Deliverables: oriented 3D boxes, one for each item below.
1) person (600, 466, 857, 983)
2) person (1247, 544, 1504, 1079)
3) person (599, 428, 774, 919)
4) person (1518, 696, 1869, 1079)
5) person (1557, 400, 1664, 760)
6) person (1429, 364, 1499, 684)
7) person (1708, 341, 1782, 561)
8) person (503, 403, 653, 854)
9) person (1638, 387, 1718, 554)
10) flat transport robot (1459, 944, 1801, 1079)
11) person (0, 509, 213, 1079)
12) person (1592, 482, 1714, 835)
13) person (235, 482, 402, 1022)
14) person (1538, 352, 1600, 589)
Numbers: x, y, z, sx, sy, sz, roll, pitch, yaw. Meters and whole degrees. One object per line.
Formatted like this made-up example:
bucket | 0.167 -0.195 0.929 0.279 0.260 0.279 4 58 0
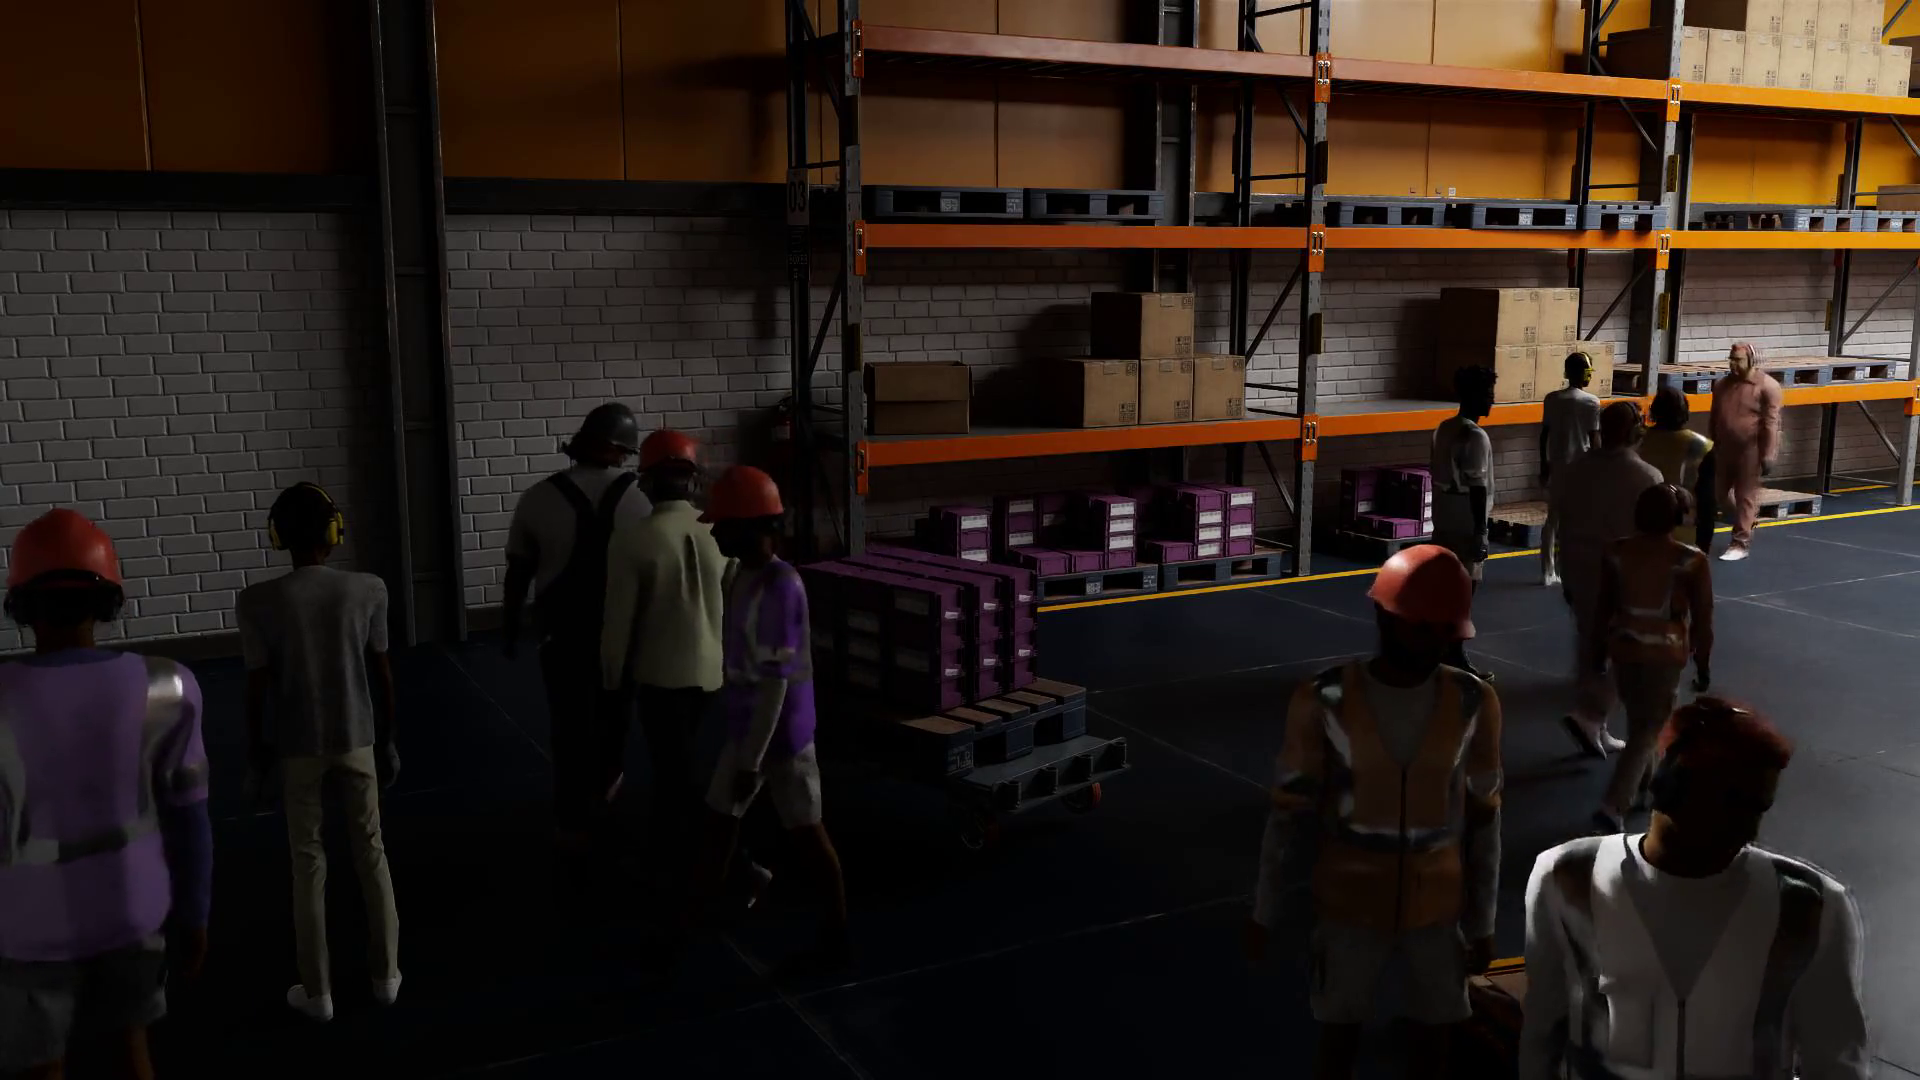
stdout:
person | -0.798 0.687 5.897 0.971 1.891 0.564 -5 11 -25
person | 1.083 0.951 4.313 0.622 1.928 0.414 1 10 3
person | -1.094 0.534 6.649 0.934 1.955 0.637 9 13 43
person | 1.313 1.210 3.061 0.587 1.840 0.759 4 11 21
person | 3.340 0.223 8.575 0.482 1.891 0.669 -5 11 -25
person | 3.100 -0.104 10.256 0.361 1.963 0.613 -1 10 -8
person | 6.748 -0.768 14.312 0.542 1.893 0.658 -6 11 -30
person | -1.692 0.323 7.583 0.746 2.000 1.035 -2 10 -12
person | 4.296 -0.024 10.212 0.621 1.824 0.558 8 12 37
flat transport robot | 2.111 1.612 5.252 0.652 0.197 1.431 -3 10 -15
person | -2.145 0.937 4.104 0.619 2.021 0.689 -8 13 -40
person | 3.133 0.538 7.607 0.825 1.606 0.530 -8 13 -40
person | -2.204 0.732 5.743 0.521 1.864 0.334 -6 11 -30
person | 4.797 -0.543 13.079 0.309 1.864 0.535 -7 12 -36
